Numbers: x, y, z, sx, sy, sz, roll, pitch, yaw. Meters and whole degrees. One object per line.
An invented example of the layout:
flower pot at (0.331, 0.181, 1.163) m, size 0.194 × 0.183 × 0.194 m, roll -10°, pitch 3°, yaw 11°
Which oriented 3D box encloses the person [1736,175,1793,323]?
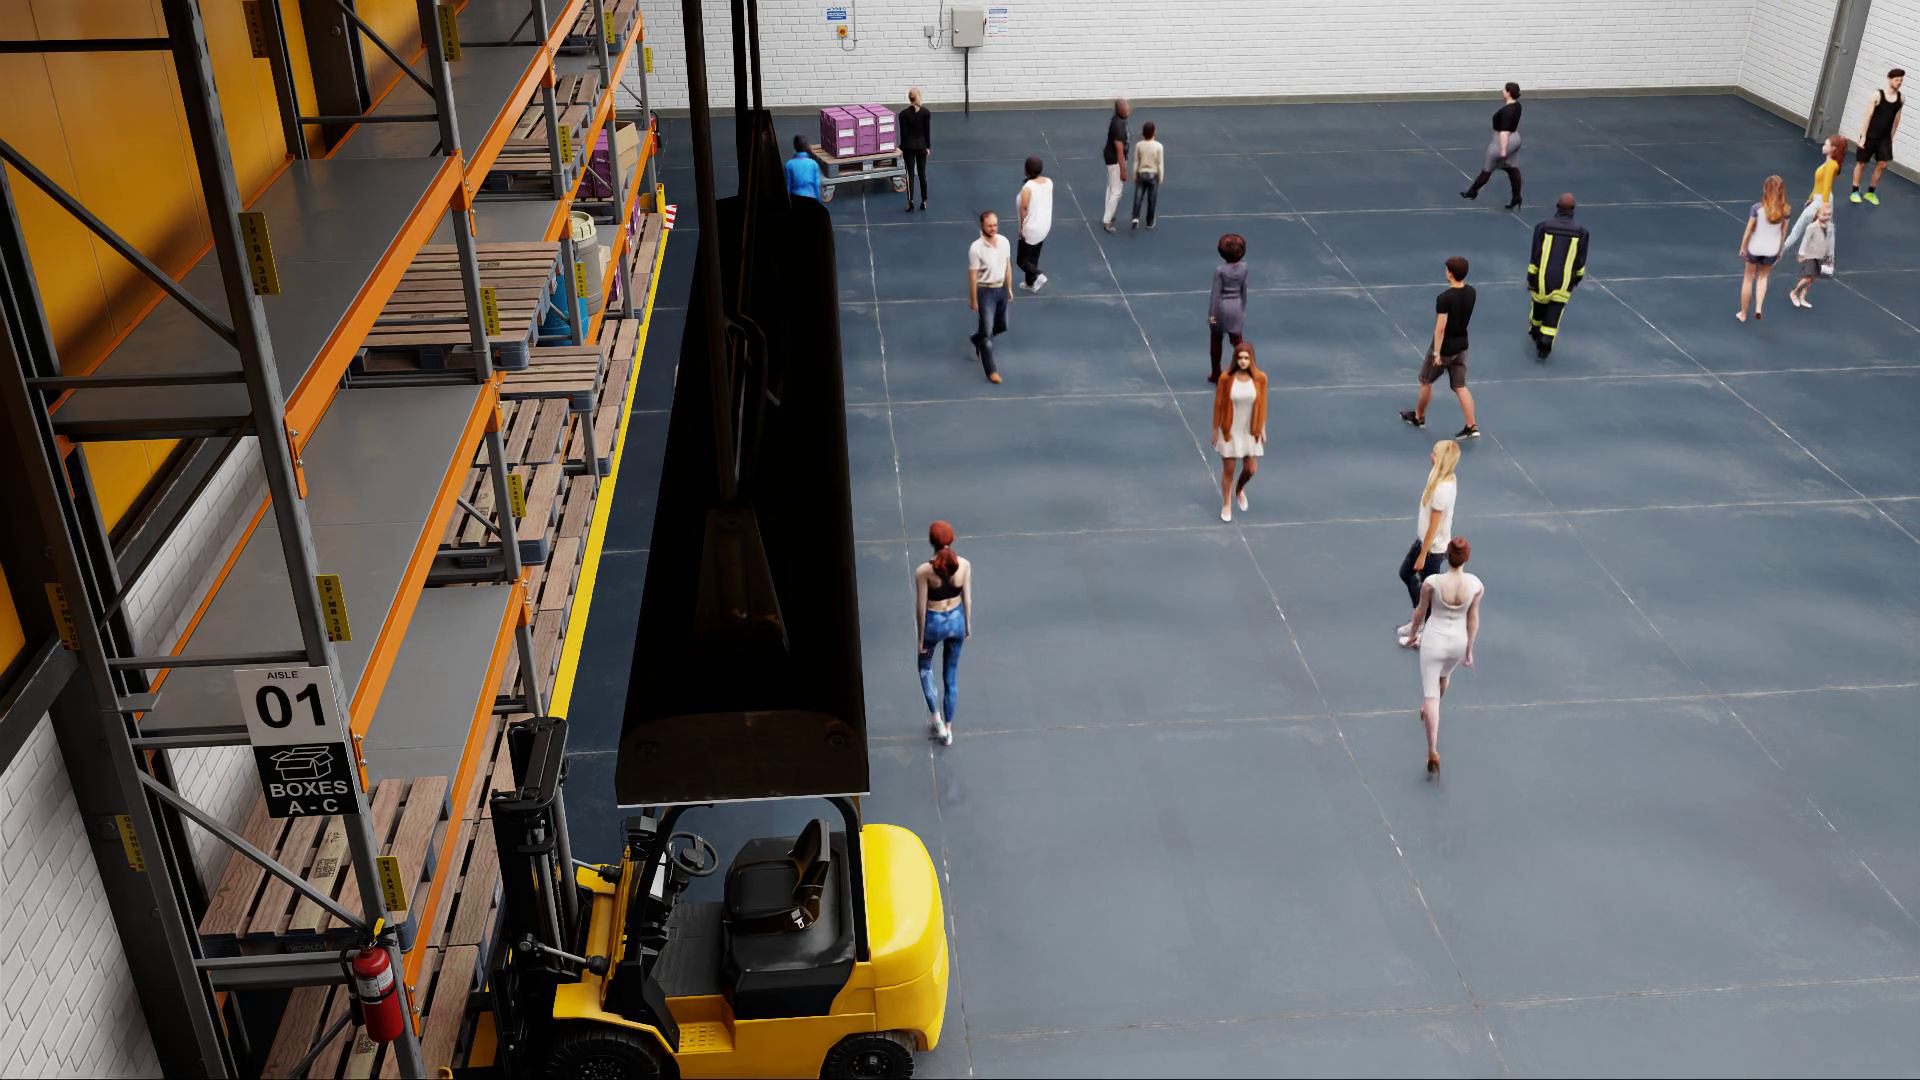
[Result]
person at (9.184, -3.279, 18.988) m, size 0.691 × 1.719 × 0.737 m, roll 5°, pitch 29°, yaw 9°

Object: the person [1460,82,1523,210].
person at (7.566, -5.347, 22.790) m, size 1.169 × 1.709 × 1.120 m, roll 21°, pitch 35°, yaw 33°

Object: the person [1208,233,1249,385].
person at (2.822, -2.324, 17.265) m, size 0.732 × 1.693 × 1.009 m, roll -9°, pitch 30°, yaw -17°

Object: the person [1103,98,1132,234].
person at (2.055, -5.039, 22.158) m, size 0.979 × 1.772 × 0.579 m, roll -5°, pitch 29°, yaw -9°

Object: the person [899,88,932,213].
person at (-0.614, -5.336, 22.772) m, size 0.658 × 1.707 × 0.628 m, roll -9°, pitch 30°, yaw -16°

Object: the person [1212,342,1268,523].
person at (2.482, -1.007, 14.834) m, size 0.678 × 1.709 × 0.678 m, roll 1°, pitch 29°, yaw 2°

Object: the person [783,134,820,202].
person at (-1.915, -4.055, 20.338) m, size 0.727 × 1.787 × 0.726 m, roll -11°, pitch 31°, yaw -20°

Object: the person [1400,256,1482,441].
person at (4.851, -1.838, 16.223) m, size 0.978 × 1.837 × 1.271 m, roll -14°, pitch 32°, yaw -24°

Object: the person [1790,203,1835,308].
person at (10.045, -3.382, 19.649) m, size 0.569 × 1.266 × 0.594 m, roll -8°, pitch 30°, yaw -15°

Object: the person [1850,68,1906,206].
person at (12.709, -5.638, 23.147) m, size 0.745 × 1.877 × 0.718 m, roll 2°, pitch 29°, yaw 4°

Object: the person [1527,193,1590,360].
person at (6.485, -2.854, 18.143) m, size 1.038 × 1.782 × 1.290 m, roll 8°, pitch 30°, yaw 15°

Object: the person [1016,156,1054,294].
person at (0.900, -3.734, 19.863) m, size 0.925 × 1.679 × 0.864 m, roll 24°, pitch 37°, yaw 37°

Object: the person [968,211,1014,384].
person at (0.281, -2.638, 17.686) m, size 0.934 × 1.840 × 1.093 m, roll -16°, pitch 33°, yaw -27°

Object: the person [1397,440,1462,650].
person at (3.719, 0.063, 12.774) m, size 0.756 × 1.803 × 0.623 m, roll 8°, pitch 30°, yaw 14°

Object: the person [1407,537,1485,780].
person at (3.317, 0.818, 11.447) m, size 0.751 × 1.748 × 1.114 m, roll 4°, pitch 29°, yaw 8°

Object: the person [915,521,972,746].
person at (-0.090, 0.705, 11.623) m, size 0.621 × 1.778 × 0.720 m, roll -7°, pitch 29°, yaw -12°

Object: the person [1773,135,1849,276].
person at (10.697, -4.081, 20.481) m, size 1.084 × 1.697 × 1.154 m, roll 15°, pitch 32°, yaw 25°

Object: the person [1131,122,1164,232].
person at (2.466, -4.790, 22.039) m, size 0.746 × 1.450 × 0.932 m, roll 8°, pitch 30°, yaw 14°
